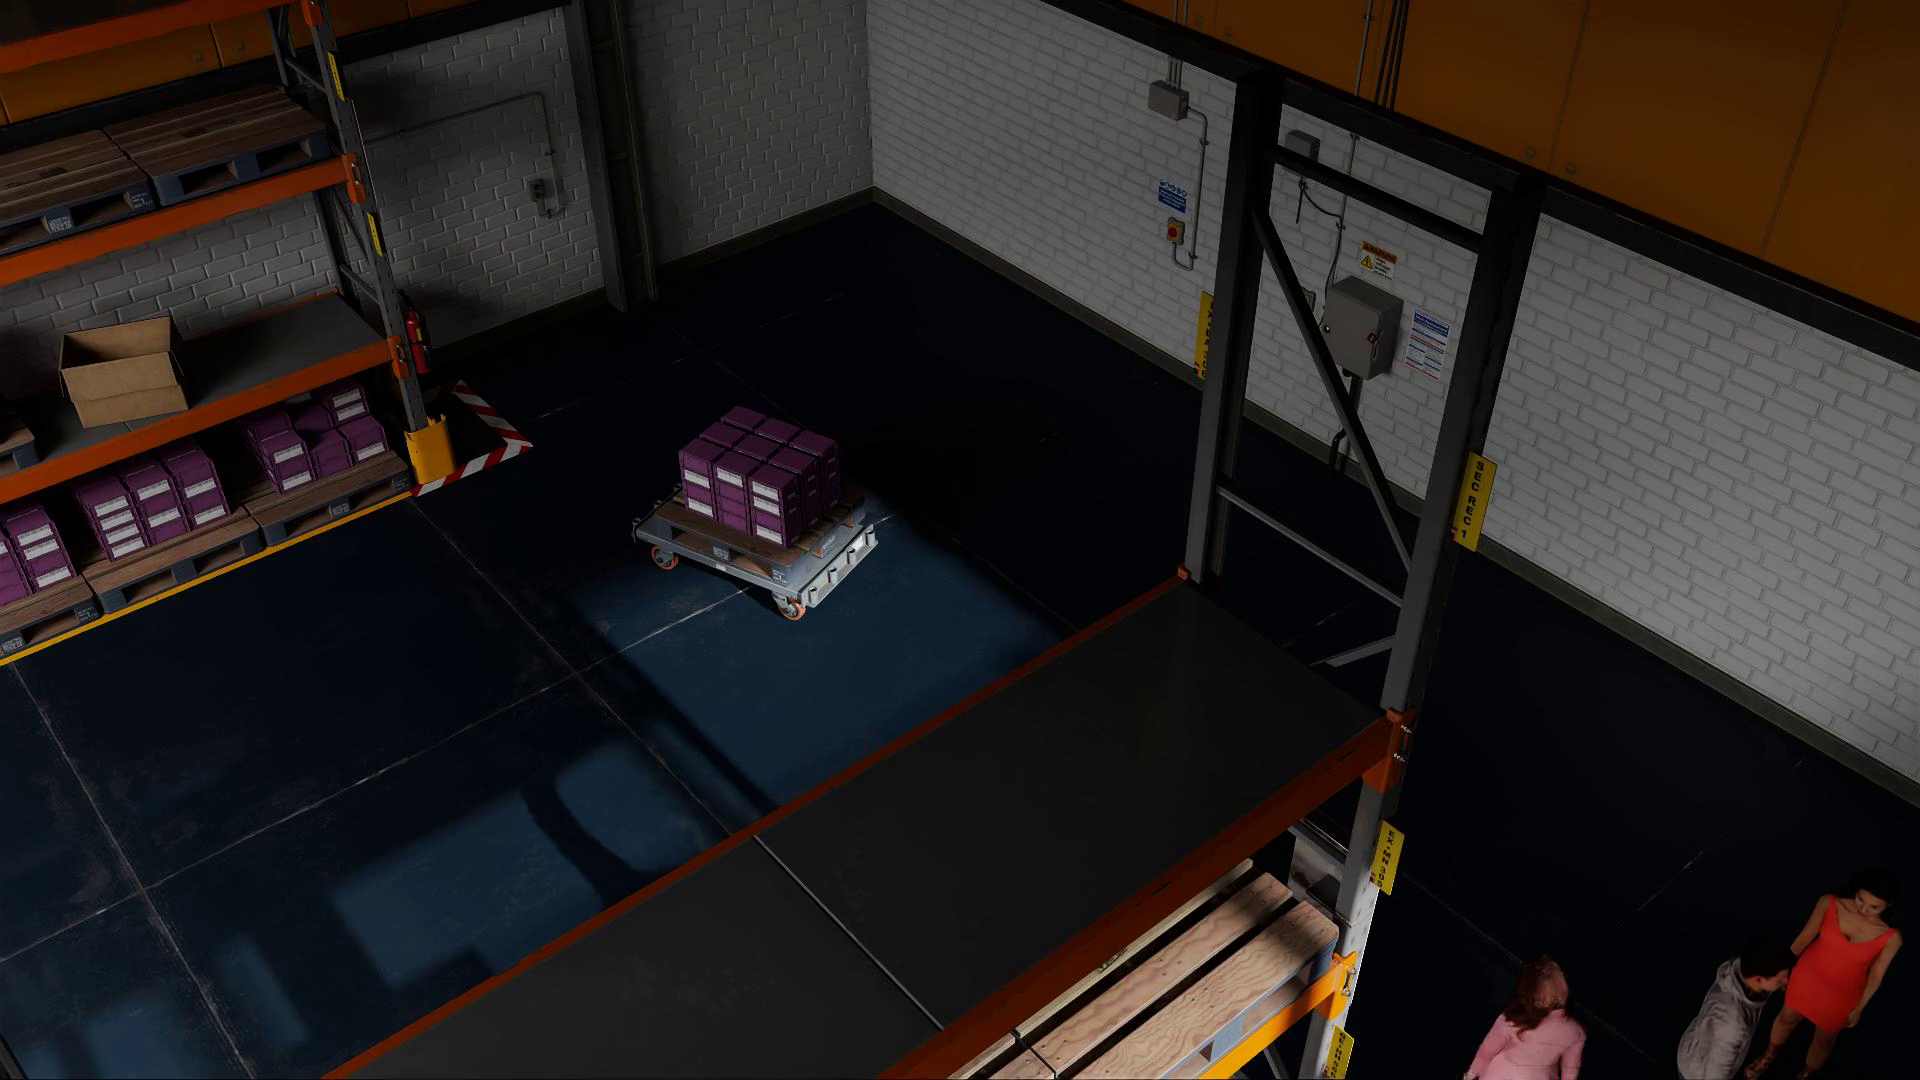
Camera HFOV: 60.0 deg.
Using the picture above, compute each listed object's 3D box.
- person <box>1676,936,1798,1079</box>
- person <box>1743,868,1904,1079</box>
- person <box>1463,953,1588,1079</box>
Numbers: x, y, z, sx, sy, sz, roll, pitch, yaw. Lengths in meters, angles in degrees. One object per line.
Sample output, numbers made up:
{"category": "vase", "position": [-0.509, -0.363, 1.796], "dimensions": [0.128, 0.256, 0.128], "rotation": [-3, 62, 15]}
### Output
{"category": "person", "position": [3.660, 2.543, 8.160], "dimensions": [0.790, 1.851, 0.618], "rotation": [21, 43, 24]}
{"category": "person", "position": [4.489, 2.279, 8.595], "dimensions": [0.603, 1.720, 0.567], "rotation": [30, 48, 32]}
{"category": "person", "position": [2.692, 2.717, 7.996], "dimensions": [0.789, 1.784, 0.850], "rotation": [2, 39, 3]}
